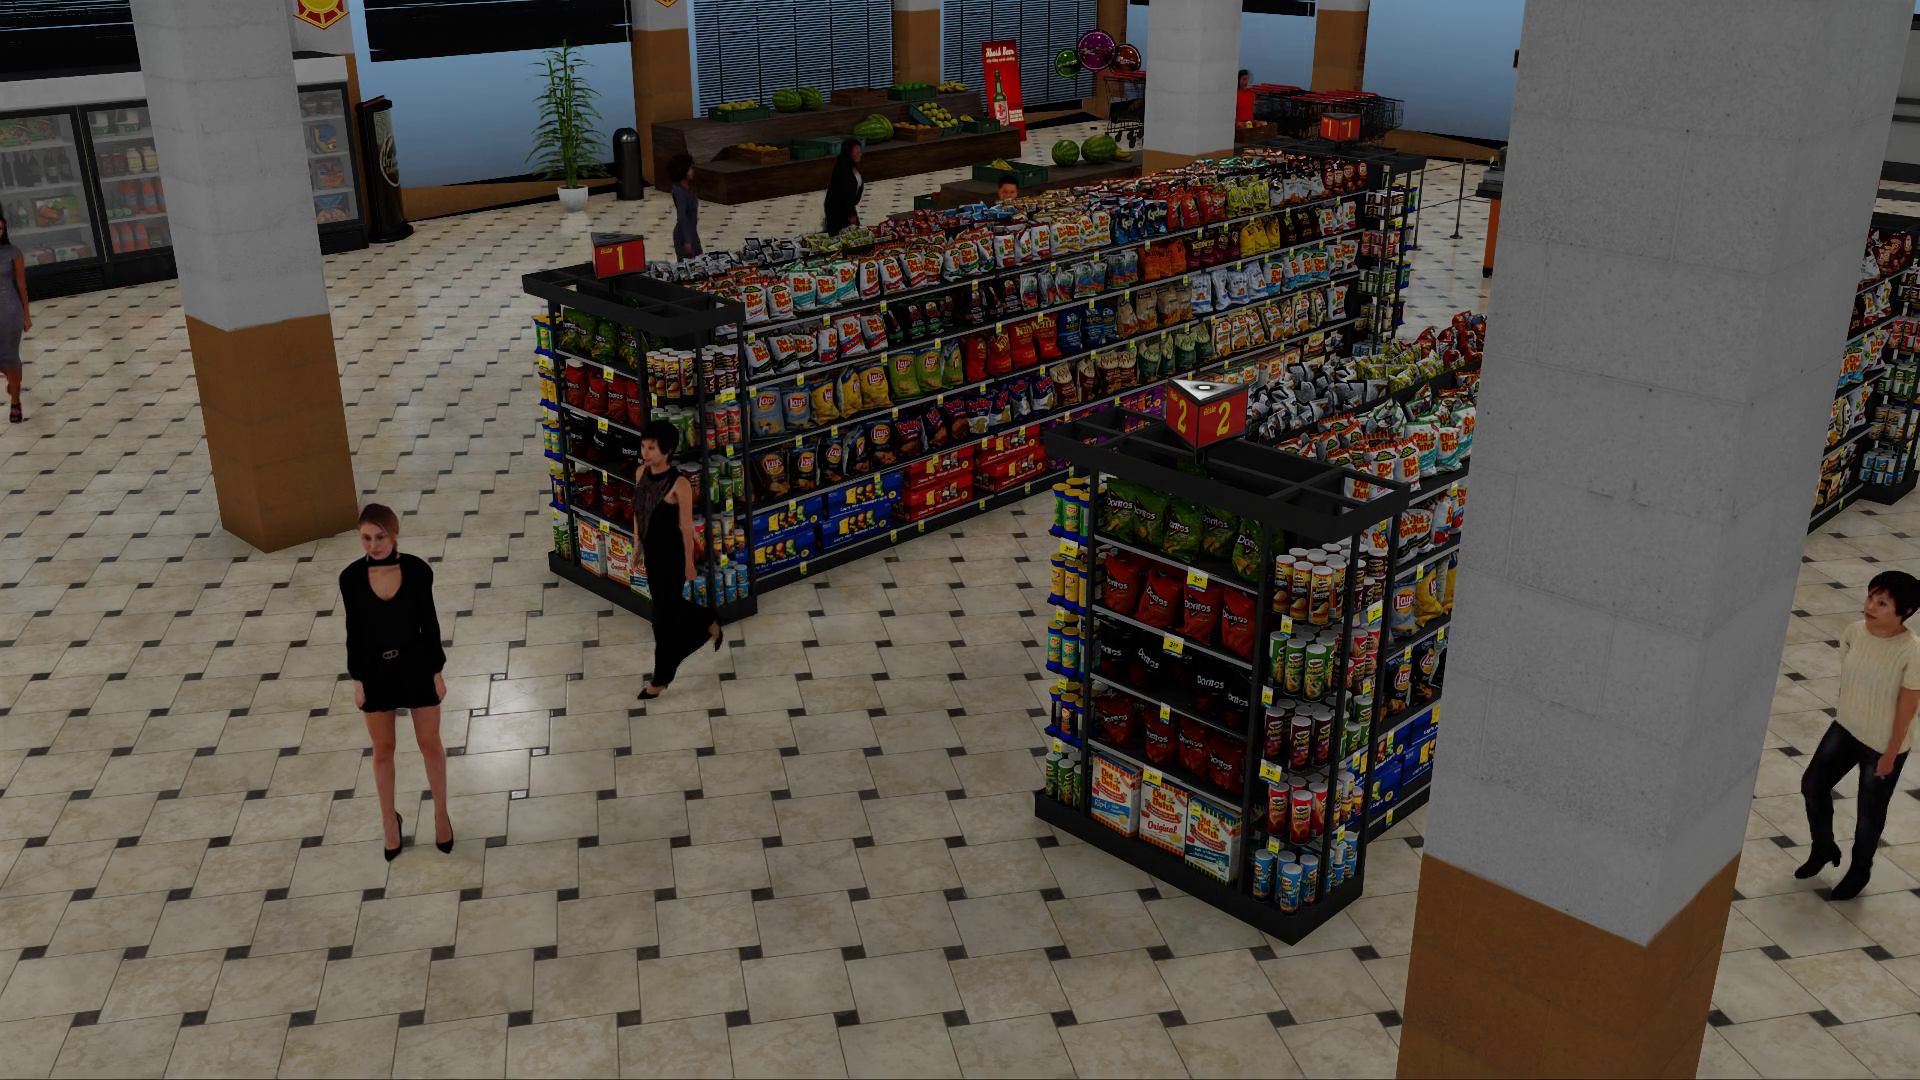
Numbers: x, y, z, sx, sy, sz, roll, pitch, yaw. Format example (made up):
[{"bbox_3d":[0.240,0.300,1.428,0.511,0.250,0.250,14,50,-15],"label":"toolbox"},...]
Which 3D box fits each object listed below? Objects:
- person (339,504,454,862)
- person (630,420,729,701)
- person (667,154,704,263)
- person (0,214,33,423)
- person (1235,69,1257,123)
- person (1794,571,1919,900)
[{"bbox_3d":[-2.561,0.648,7.617,0.619,1.767,0.723,-6,23,-14],"label":"person"},{"bbox_3d":[-1.583,0.084,9.274,0.563,1.579,0.910,20,29,40],"label":"person"},{"bbox_3d":[-2.862,-3.047,16.911,1.007,1.695,0.980,1,22,3],"label":"person"},{"bbox_3d":[-7.980,-1.870,13.897,0.841,1.757,0.874,-5,22,-13],"label":"person"},{"bbox_3d":[4.008,-5.829,23.768,0.549,1.743,0.691,-11,24,-25],"label":"person"},{"bbox_3d":[4.062,0.865,7.330,0.677,1.578,0.678,-10,24,-24],"label":"person"}]
